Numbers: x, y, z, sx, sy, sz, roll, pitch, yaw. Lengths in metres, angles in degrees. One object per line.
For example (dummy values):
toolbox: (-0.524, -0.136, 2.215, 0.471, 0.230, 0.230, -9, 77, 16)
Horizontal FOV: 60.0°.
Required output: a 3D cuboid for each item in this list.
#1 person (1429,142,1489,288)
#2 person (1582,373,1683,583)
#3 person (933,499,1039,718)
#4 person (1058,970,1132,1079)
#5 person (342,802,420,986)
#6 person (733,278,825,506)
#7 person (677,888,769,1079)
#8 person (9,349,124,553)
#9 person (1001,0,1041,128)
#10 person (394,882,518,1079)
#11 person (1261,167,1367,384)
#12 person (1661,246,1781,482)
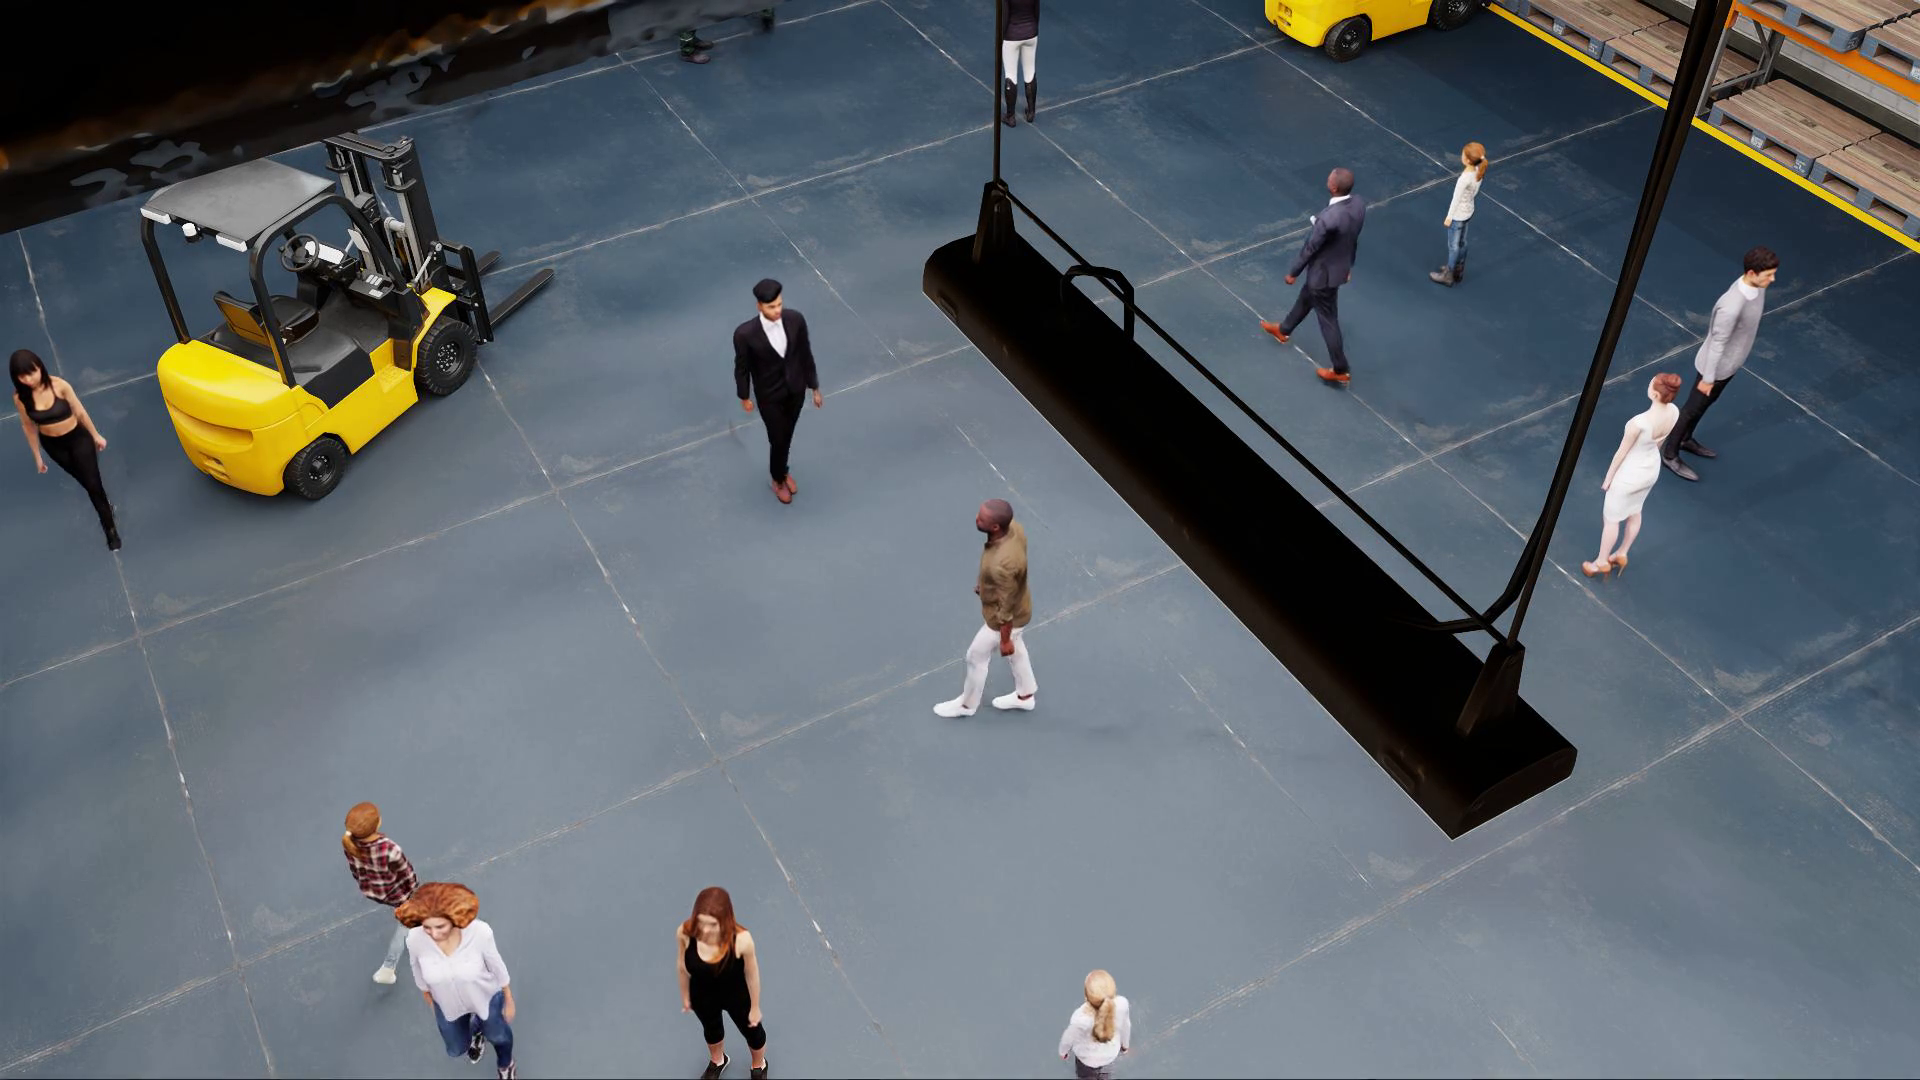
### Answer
person: (4.254, -2.750, 14.070, 0.542, 1.313, 0.514, 32, 52, 29)
person: (4.581, -0.424, 11.280, 0.574, 1.793, 0.526, -16, 46, -16)
person: (0.348, 0.455, 10.350, 1.077, 1.803, 1.036, 3, 44, 3)
person: (0.720, 2.637, 8.445, 0.537, 1.271, 0.551, -15, 46, -15)
person: (-3.187, 1.941, 9.163, 0.856, 1.288, 0.891, 14, 45, 14)
person: (-1.337, -1.129, 11.967, 0.707, 1.867, 0.644, -24, 49, -23)
person: (-1.196, 2.303, 8.466, 0.646, 1.725, 0.695, 8, 44, 8)
person: (-6.281, -0.733, 11.725, 0.710, 1.626, 0.892, -11, 45, -12)
person: (0.564, -4.790, 15.909, 0.594, 1.729, 0.569, -17, 46, -17)
person: (-2.504, 2.241, 8.550, 0.772, 1.700, 0.828, -4, 44, -4)
person: (2.913, -2.022, 12.967, 1.289, 1.780, 0.950, 32, 52, 29)
person: (5.539, -1.324, 12.132, 0.744, 1.921, 0.802, 30, 51, 28)
